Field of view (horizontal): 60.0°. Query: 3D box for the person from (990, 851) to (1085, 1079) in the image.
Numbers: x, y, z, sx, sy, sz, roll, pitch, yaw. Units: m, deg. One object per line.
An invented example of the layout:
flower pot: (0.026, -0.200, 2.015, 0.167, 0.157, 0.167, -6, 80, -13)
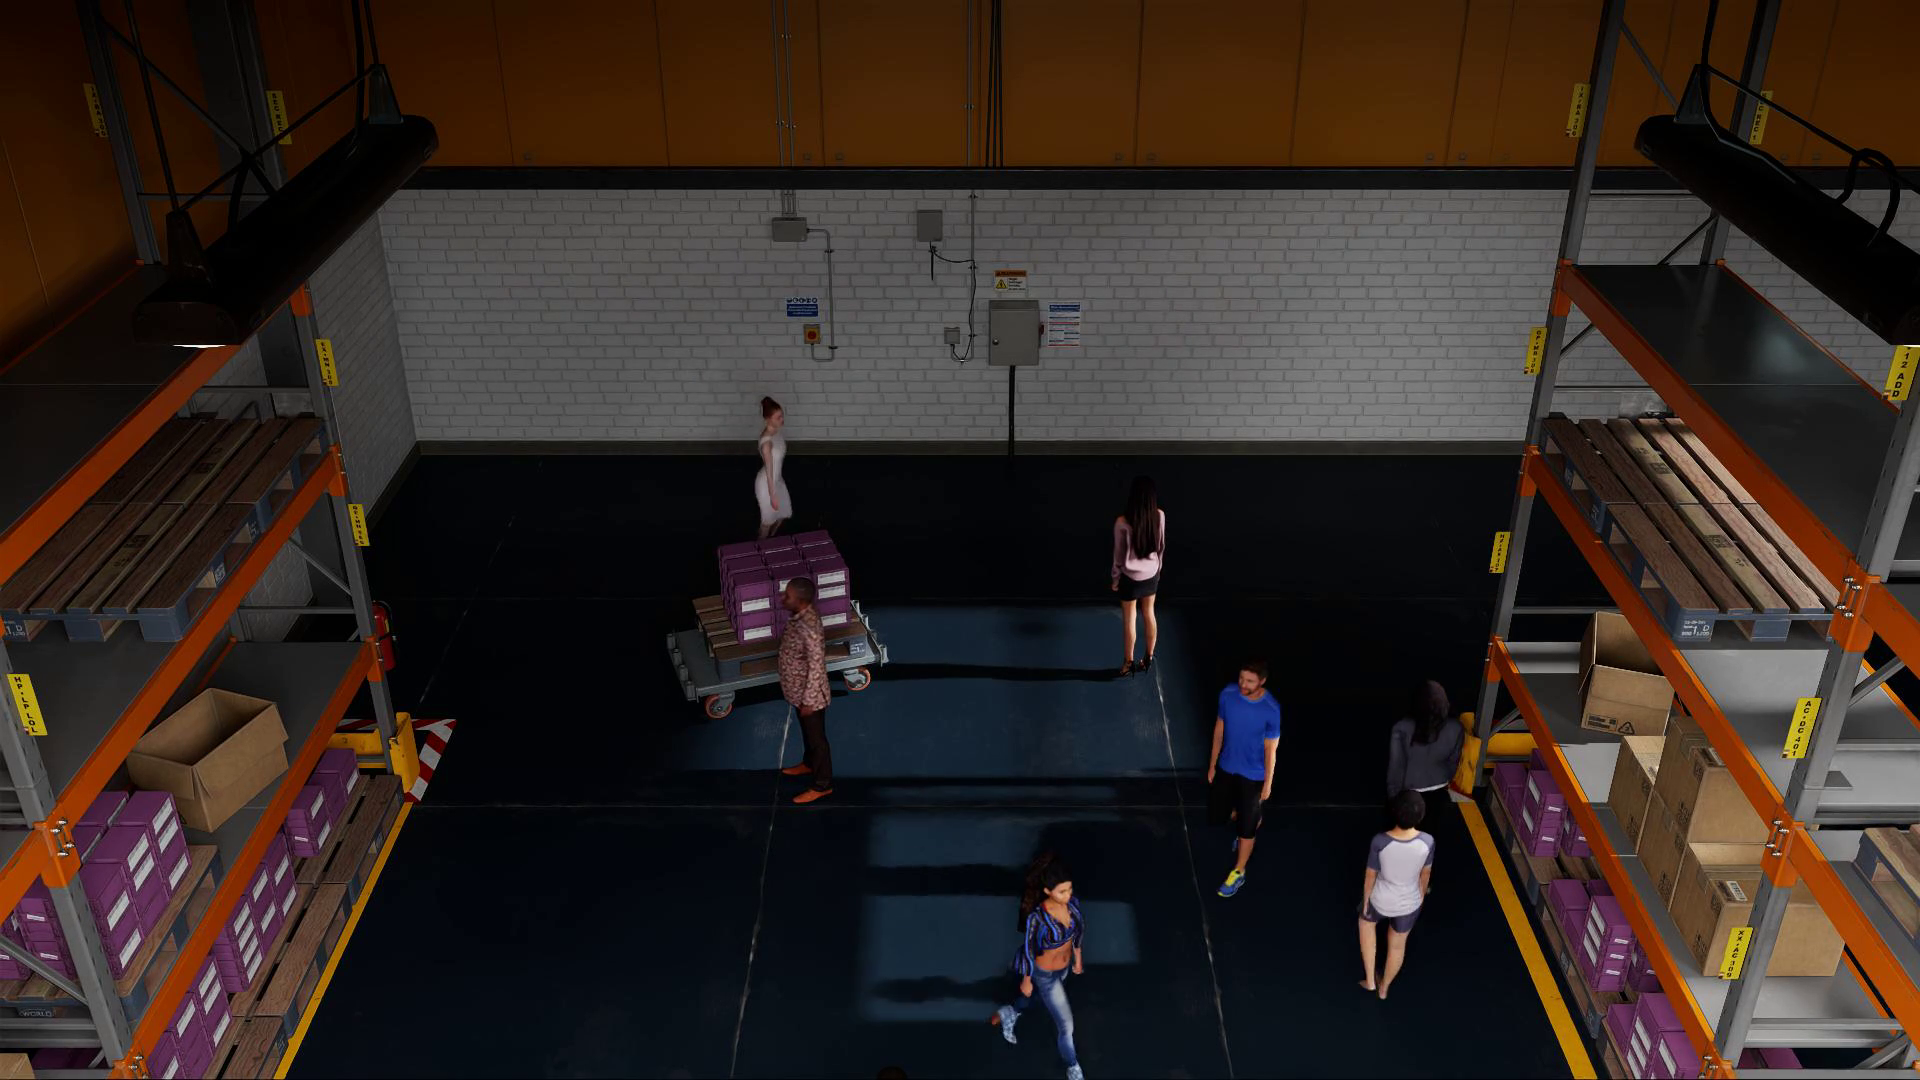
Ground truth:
person: (0.470, 2.467, 9.668, 1.097, 1.583, 1.067, 24, 36, 36)

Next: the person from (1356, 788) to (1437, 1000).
person: (2.661, 2.217, 10.160, 0.594, 1.550, 0.594, 3, 29, 5)

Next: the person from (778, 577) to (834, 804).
person: (-1.094, 1.050, 12.031, 0.800, 1.808, 0.622, -7, 29, -12)

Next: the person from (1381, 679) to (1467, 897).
person: (3.095, 1.663, 11.159, 0.655, 1.566, 1.025, 0, 29, 0)

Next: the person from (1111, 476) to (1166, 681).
person: (1.442, 0.307, 13.389, 0.676, 1.811, 0.641, -10, 30, -18)

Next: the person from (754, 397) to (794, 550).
person: (-1.763, -0.465, 14.841, 0.738, 1.776, 0.672, 7, 29, 12)

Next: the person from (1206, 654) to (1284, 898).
person: (1.944, 1.507, 11.144, 0.904, 1.856, 0.992, 21, 35, 33)
